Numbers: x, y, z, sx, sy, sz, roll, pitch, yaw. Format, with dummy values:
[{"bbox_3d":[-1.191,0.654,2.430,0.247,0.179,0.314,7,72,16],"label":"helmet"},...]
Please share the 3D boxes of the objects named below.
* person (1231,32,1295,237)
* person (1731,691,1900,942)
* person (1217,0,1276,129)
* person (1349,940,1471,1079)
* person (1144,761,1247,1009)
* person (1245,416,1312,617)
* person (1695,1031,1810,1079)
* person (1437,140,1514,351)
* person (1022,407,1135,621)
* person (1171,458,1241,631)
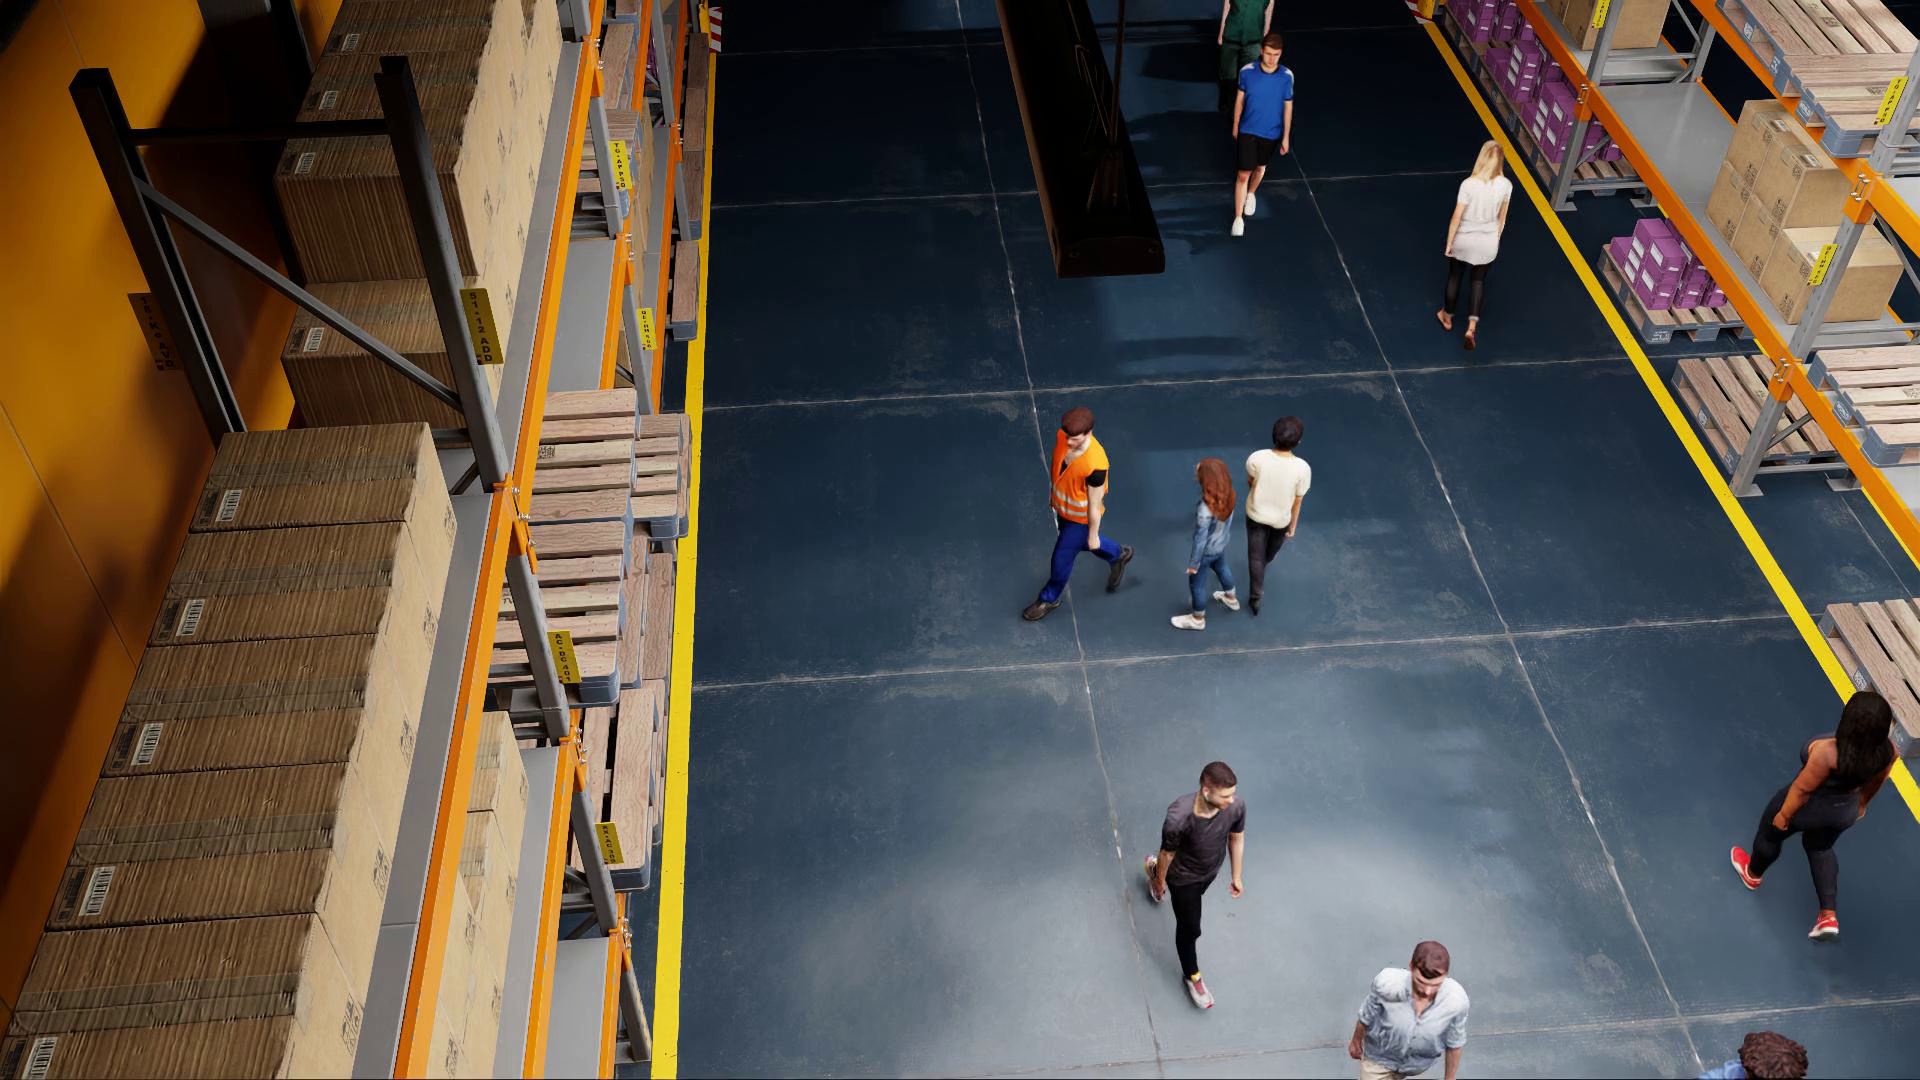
[{"bbox_3d":[2.686,-3.707,14.876,0.768,1.831,1.130,4,44,4],"label":"person"},{"bbox_3d":[4.874,1.566,9.365,0.669,1.797,1.026,-5,44,-5],"label":"person"},{"bbox_3d":[2.742,-4.913,16.145,0.708,1.825,0.780,2,44,2],"label":"person"},{"bbox_3d":[2.223,2.511,8.373,0.881,1.797,1.255,6,44,6],"label":"person"},{"bbox_3d":[1.273,1.747,9.228,0.877,1.724,1.247,-16,46,-16],"label":"person"},{"bbox_3d":[2.097,-0.116,11.302,0.751,1.560,0.962,8,44,8],"label":"person"},{"bbox_3d":[3.621,2.894,7.963,0.729,1.809,0.656,7,44,7],"label":"person"},{"bbox_3d":[4.183,-2.348,13.464,0.710,1.811,1.008,3,44,3],"label":"person"},{"bbox_3d":[0.869,-0.239,11.229,1.053,1.840,1.185,-17,46,-17],"label":"person"},{"bbox_3d":[1.692,0.021,11.223,0.851,1.470,0.757,21,48,21],"label":"person"}]
